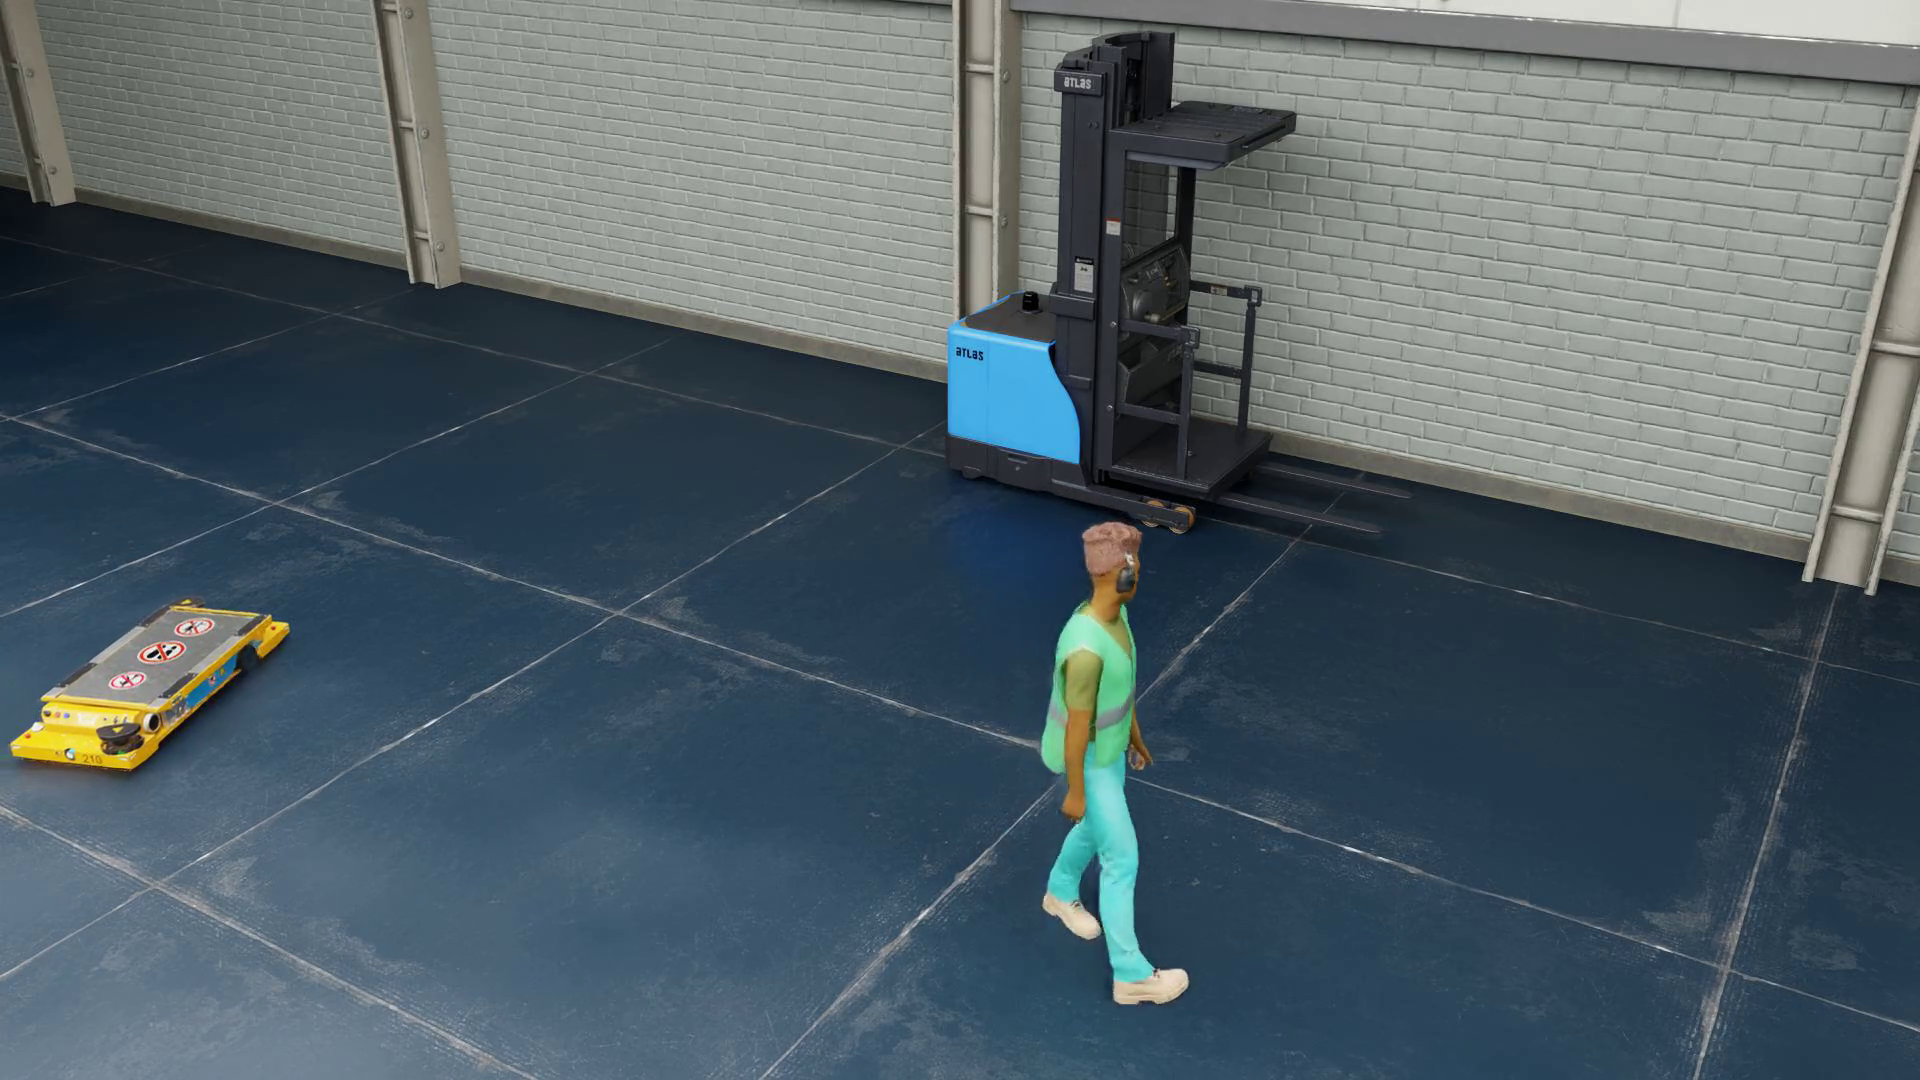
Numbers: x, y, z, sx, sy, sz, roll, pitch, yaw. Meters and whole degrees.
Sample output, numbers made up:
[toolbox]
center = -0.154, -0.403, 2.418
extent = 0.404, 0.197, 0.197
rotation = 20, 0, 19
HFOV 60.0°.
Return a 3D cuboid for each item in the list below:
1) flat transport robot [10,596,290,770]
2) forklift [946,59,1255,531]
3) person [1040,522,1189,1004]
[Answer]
[flat transport robot]
center = -4.208, 0.724, 8.727
extent = 0.659, 0.231, 1.431
rotation = 5, 26, 9
[forklift]
center = 0.933, -1.707, 10.833
extent = 1.873, 2.768, 1.129
rotation = 15, 29, 28
[person]
center = 0.611, 0.855, 6.508
extent = 0.678, 1.935, 0.589
rotation = 8, 26, 16
